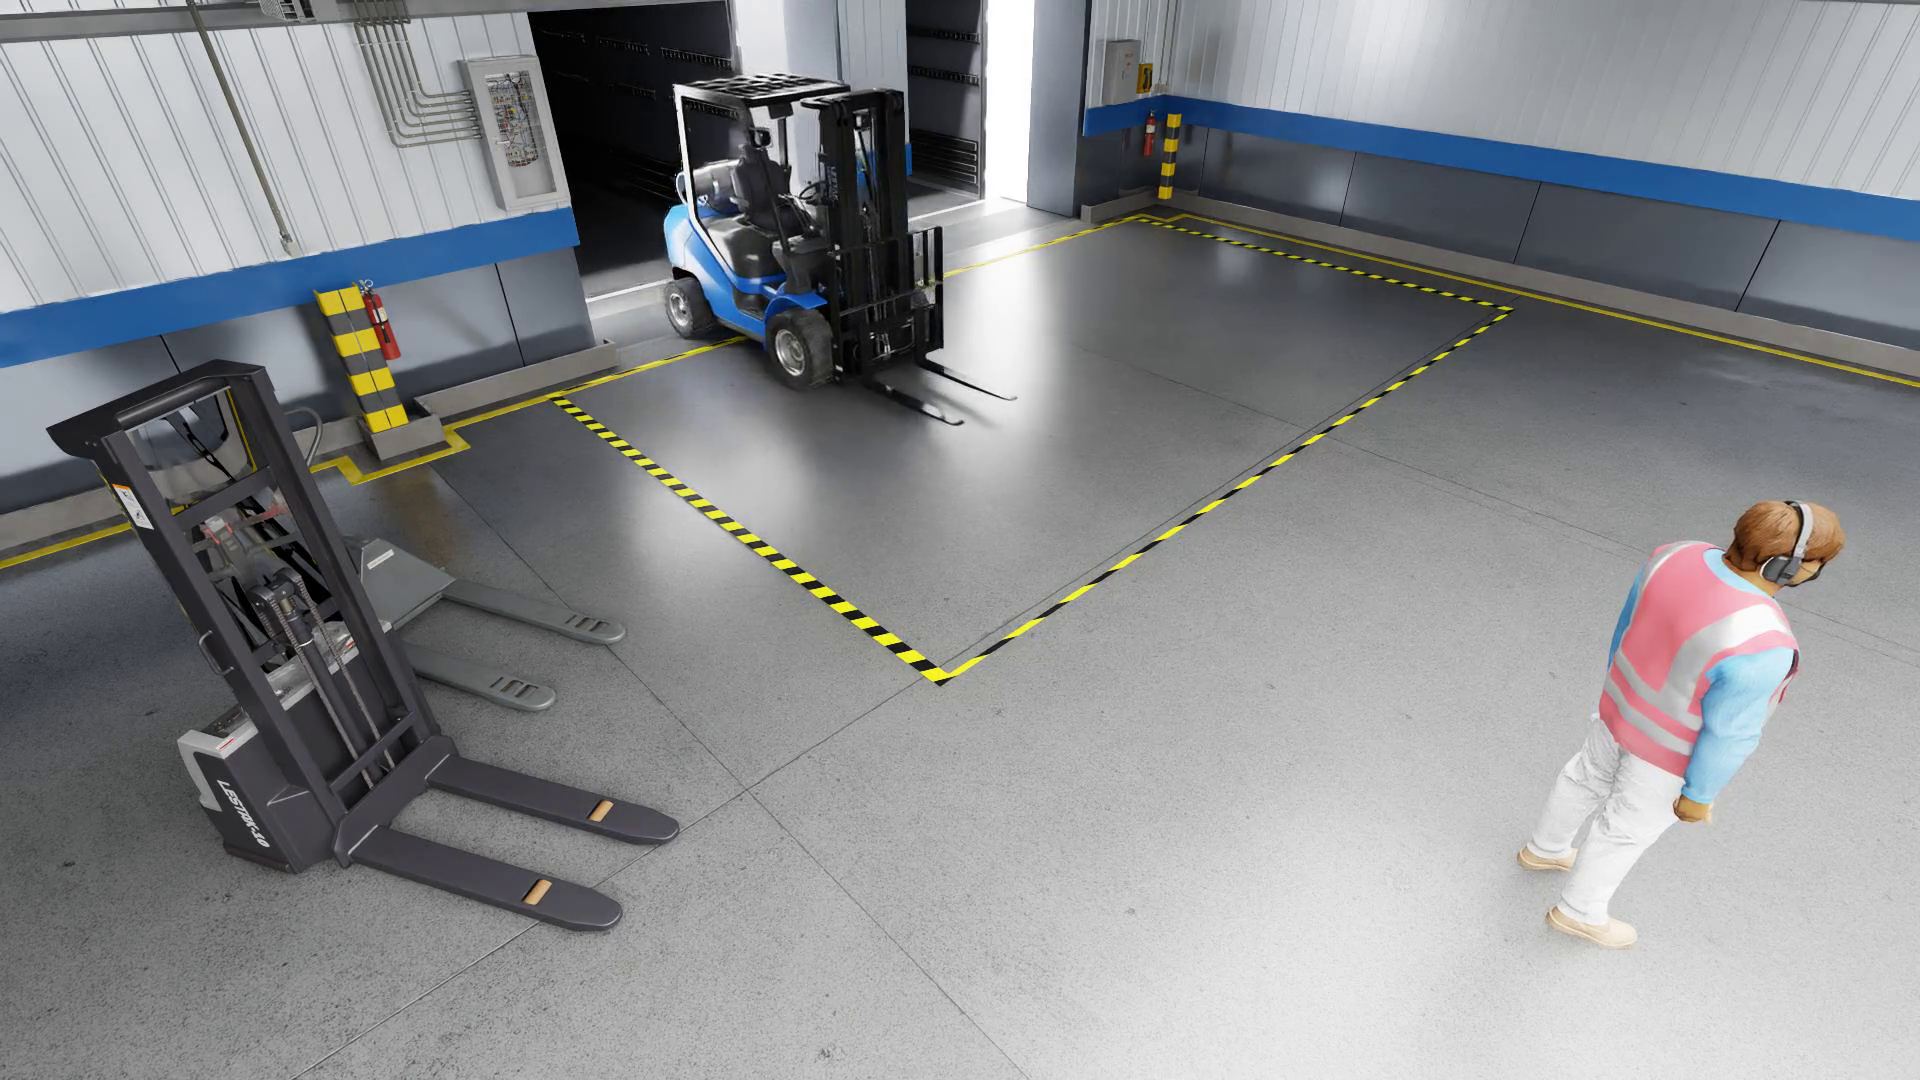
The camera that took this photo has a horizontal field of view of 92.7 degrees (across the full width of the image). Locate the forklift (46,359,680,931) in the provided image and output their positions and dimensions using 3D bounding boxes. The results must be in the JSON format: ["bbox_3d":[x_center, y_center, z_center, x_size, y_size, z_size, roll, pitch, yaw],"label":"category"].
[{"bbox_3d":[-2.135,0.422,3.354,1.885,1.965,0.823,10,35,14],"label":"forklift"}]

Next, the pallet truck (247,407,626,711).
[{"bbox_3d":[-2.628,0.038,4.590,1.601,1.201,0.680,12,36,18],"label":"pallet truck"}]

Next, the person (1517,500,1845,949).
[{"bbox_3d":[2.421,0.657,3.145,0.429,1.841,0.634,4,34,6],"label":"person"}]

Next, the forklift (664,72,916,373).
[{"bbox_3d":[-1.475,-2.754,7.697,2.680,2.036,1.157,29,44,36],"label":"forklift"}]
